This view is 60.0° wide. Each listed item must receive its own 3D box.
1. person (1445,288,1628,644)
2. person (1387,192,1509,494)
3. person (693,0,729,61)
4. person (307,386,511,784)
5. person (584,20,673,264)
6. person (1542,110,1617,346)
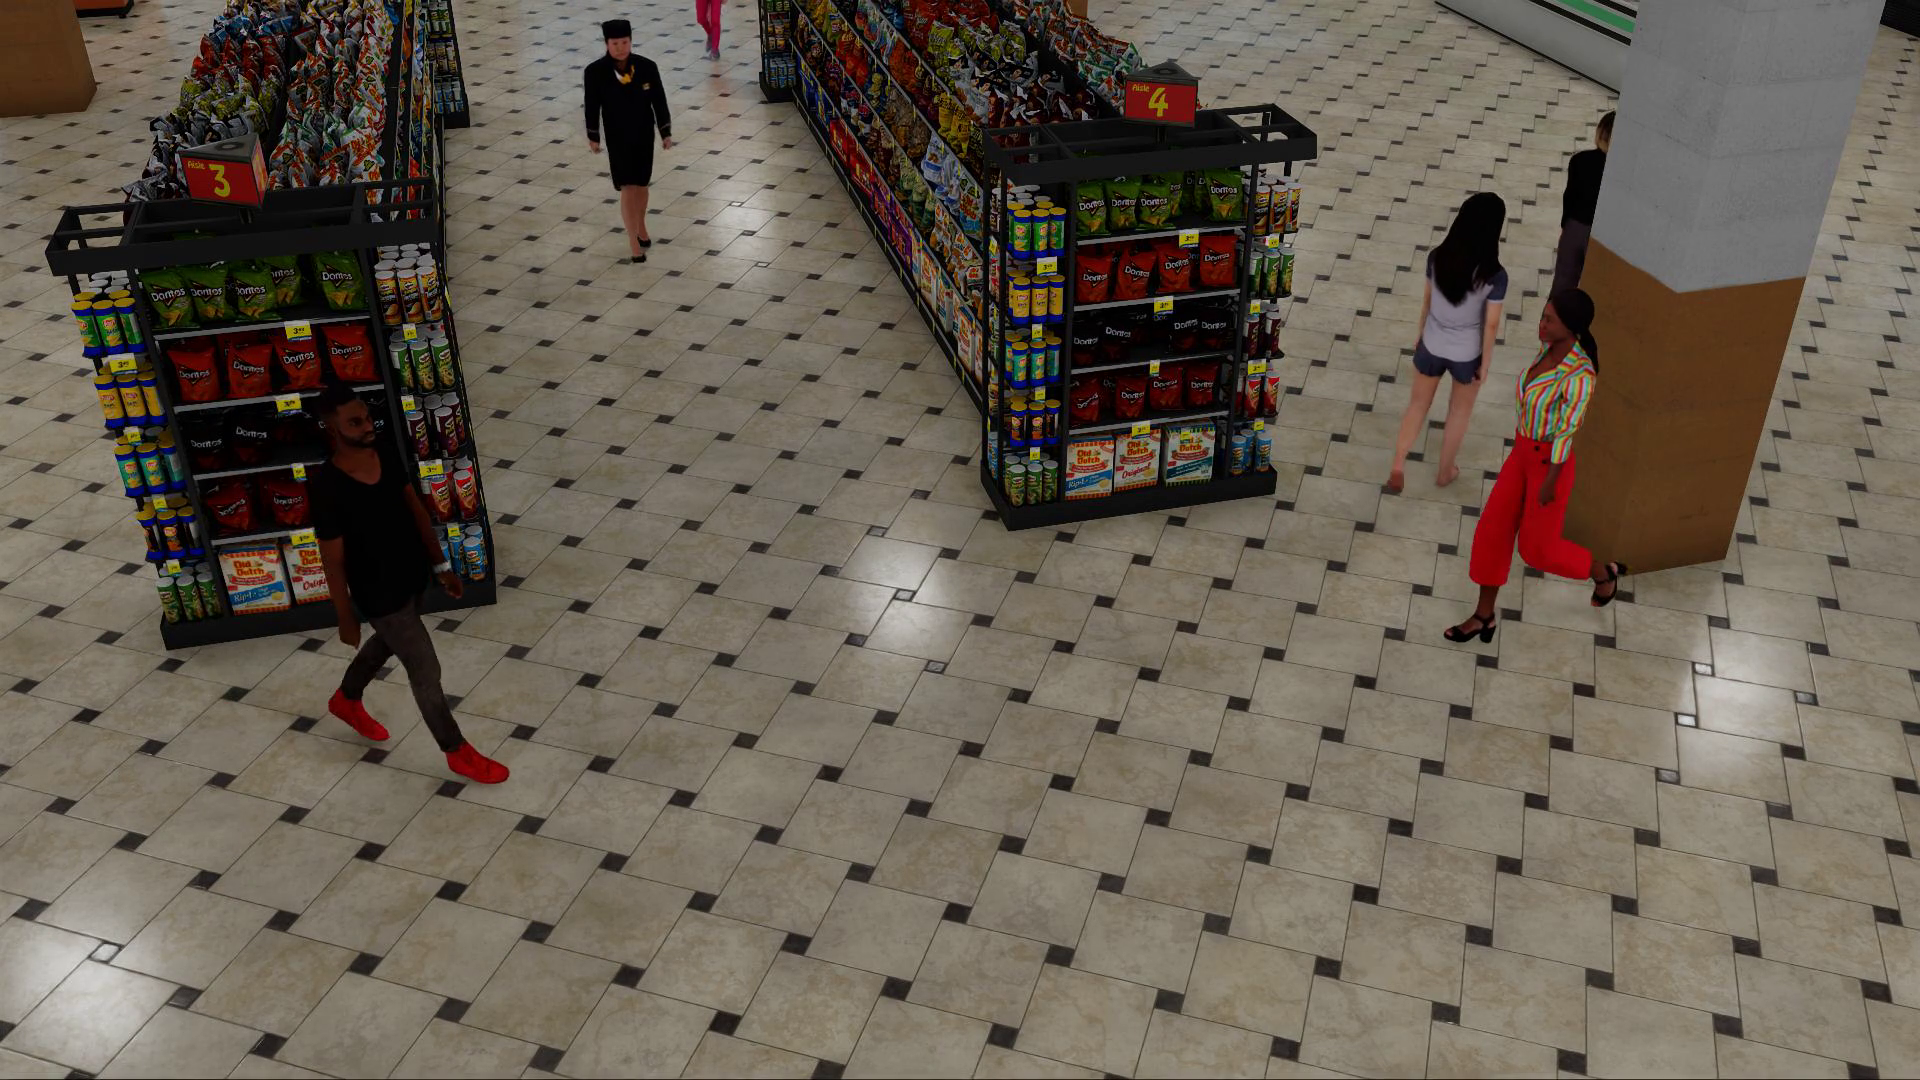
[{"bbox_3d":[2.696,-0.281,7.465,0.684,1.766,1.039,-5,32,-9],"label":"person"},{"bbox_3d":[2.514,-0.966,8.638,0.945,1.689,0.974,21,37,30],"label":"person"},{"bbox_3d":[-2.403,-5.296,16.000,0.609,1.264,0.713,1,32,2],"label":"person"},{"bbox_3d":[-2.388,0.166,6.730,1.120,1.783,1.196,9,33,15],"label":"person"},{"bbox_3d":[-2.324,-2.825,11.663,0.766,1.649,0.922,-12,34,-18],"label":"person"},{"bbox_3d":[3.670,-1.680,9.828,0.991,1.644,0.983,25,40,34],"label":"person"}]
